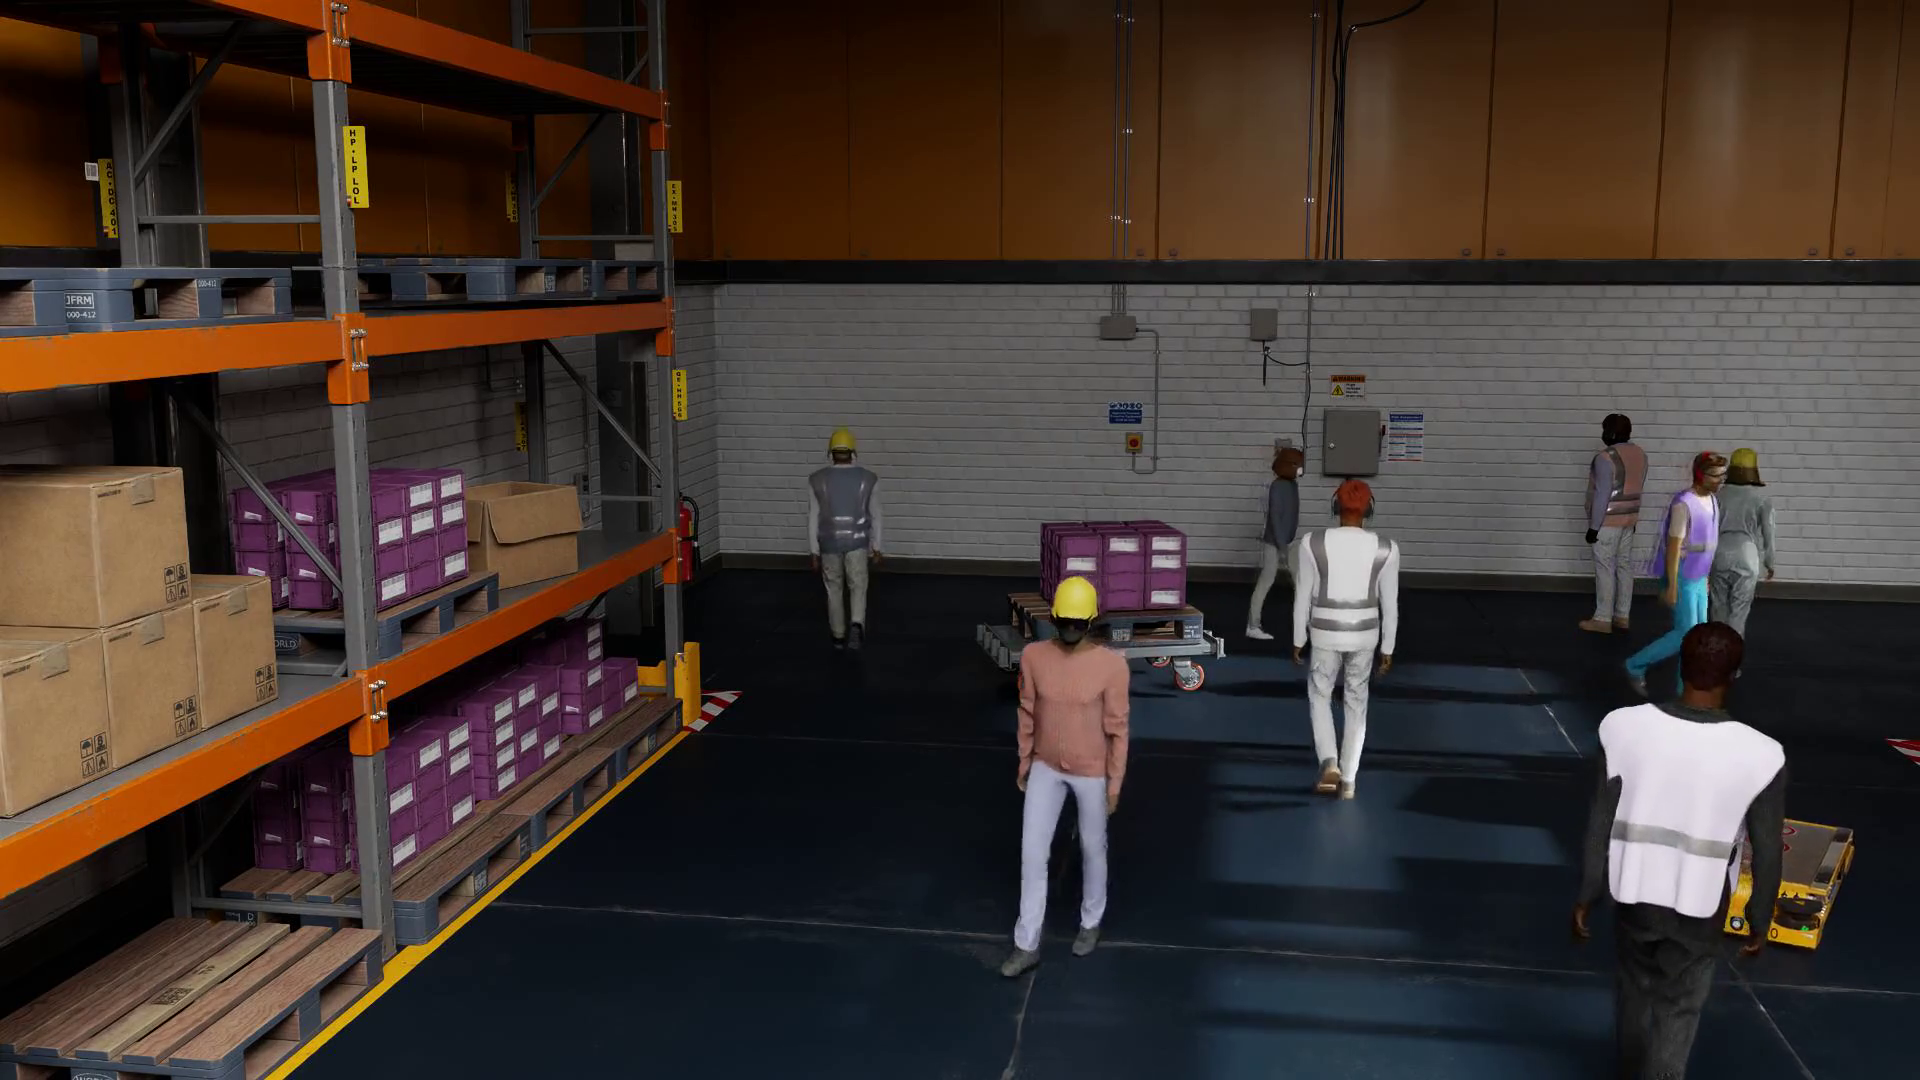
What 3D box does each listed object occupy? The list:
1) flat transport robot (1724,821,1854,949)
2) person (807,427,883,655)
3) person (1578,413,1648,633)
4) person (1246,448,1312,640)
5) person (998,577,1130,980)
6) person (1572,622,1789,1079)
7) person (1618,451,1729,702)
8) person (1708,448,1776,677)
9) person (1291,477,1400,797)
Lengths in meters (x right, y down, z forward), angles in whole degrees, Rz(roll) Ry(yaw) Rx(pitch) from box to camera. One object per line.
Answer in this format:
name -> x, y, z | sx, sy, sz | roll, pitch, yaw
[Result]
flat transport robot -> 3.905, 1.597, 8.087 | 0.652, 0.197, 1.431 | 6, 11, 33
person -> -0.908, 0.016, 13.123 | 0.596, 1.807, 0.740 | -1, 9, -5
person -> 5.482, -0.145, 14.002 | 0.634, 1.842, 0.429 | -7, 11, -35
person -> 2.704, 0.049, 13.552 | 0.806, 1.597, 0.527 | 6, 11, 32
person -> 0.446, 1.019, 7.143 | 0.535, 1.730, 0.812 | 4, 10, 23
person -> 2.446, 1.193, 5.635 | 0.611, 1.874, 0.913 | 6, 11, 35
person -> 4.979, 0.271, 11.509 | 0.613, 1.816, 0.565 | -9, 13, -43
person -> 5.883, 0.157, 12.574 | 0.510, 1.701, 0.851 | 6, 11, 33
person -> 2.191, 0.578, 9.457 | 0.596, 1.868, 0.543 | 1, 9, 7
